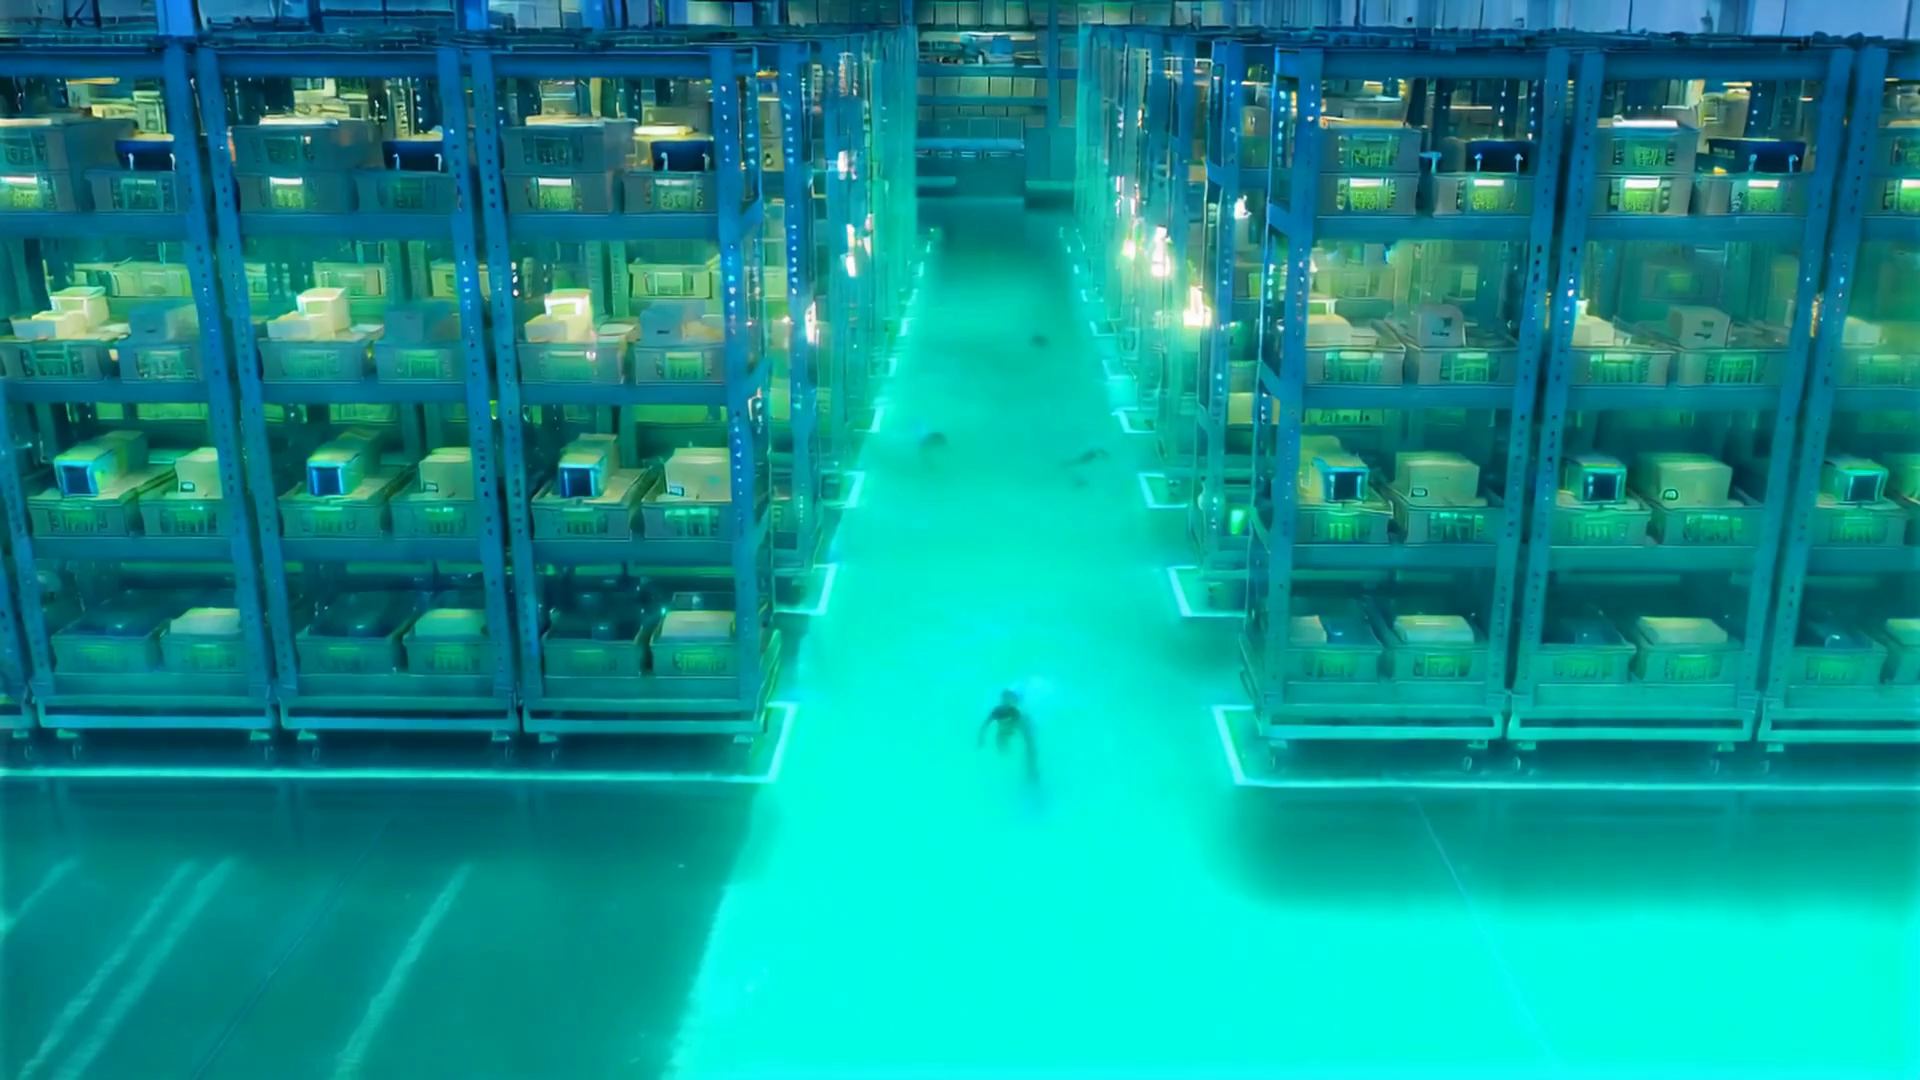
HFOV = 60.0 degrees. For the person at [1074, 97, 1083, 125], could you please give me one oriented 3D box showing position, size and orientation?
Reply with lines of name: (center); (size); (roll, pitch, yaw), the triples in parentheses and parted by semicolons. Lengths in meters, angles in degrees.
person: (3.157, -10.596, 42.945); (0.395, 1.943, 0.616); (-13, 22, -36)
